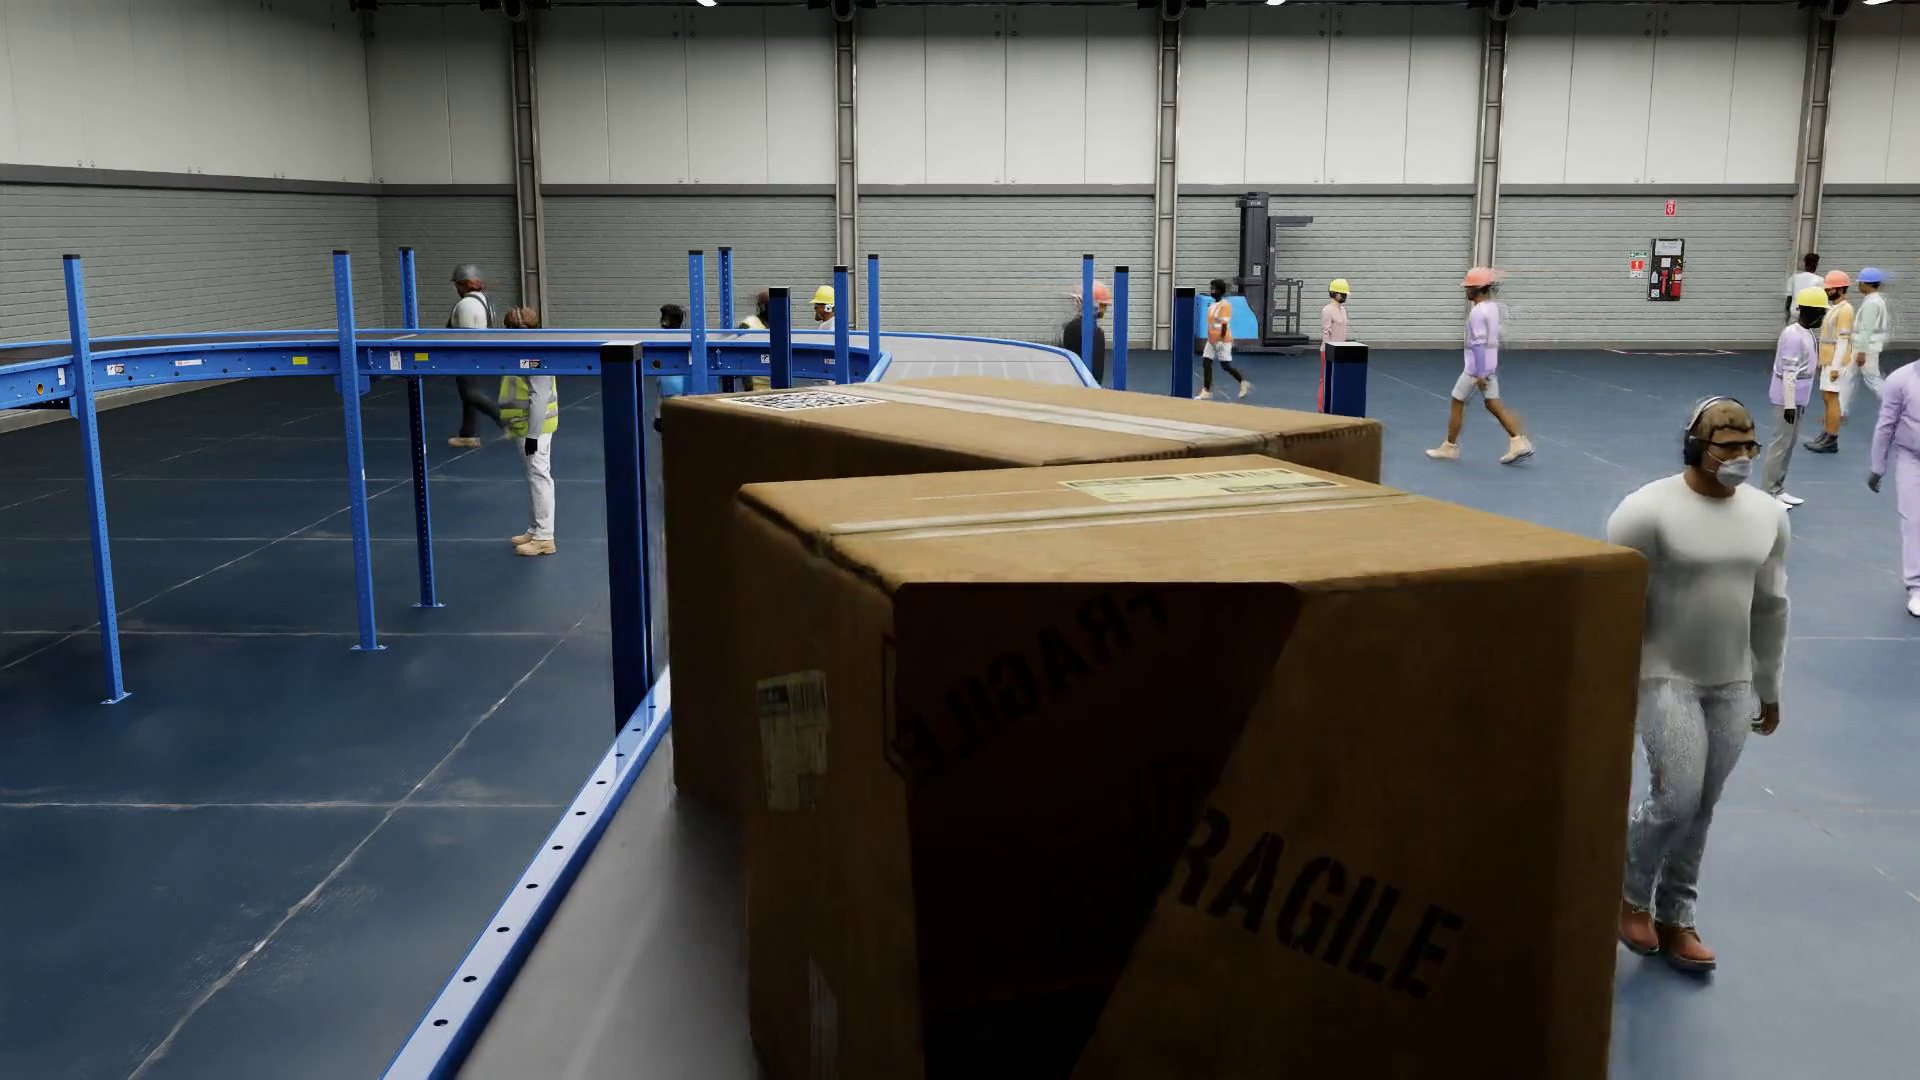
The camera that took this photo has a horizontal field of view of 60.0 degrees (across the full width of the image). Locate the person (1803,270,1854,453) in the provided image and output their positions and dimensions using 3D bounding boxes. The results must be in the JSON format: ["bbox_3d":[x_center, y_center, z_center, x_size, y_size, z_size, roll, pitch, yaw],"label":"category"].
[{"bbox_3d":[9.351,-1.921,17.867,0.378,1.934,0.550,3,11,15],"label":"person"}]

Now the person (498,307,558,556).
[{"bbox_3d":[-3.227,-0.819,12.468,0.429,1.838,0.621,-4,12,-17],"label":"person"}]

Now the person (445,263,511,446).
[{"bbox_3d":[-5.253,-2.010,18.164,0.788,2.000,0.694,0,11,2],"label":"person"}]

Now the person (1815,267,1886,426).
[{"bbox_3d":[10.899,-2.301,19.897,0.956,1.910,0.615,5,12,25],"label":"person"}]

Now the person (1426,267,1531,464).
[{"bbox_3d":[5.361,-1.776,16.982,1.030,2.004,0.607,9,14,38],"label":"person"}]

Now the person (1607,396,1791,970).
[{"bbox_3d":[2.440,0.488,5.503,0.652,1.928,0.434,-3,11,-13],"label":"person"}]

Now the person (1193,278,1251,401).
[{"bbox_3d":[3.595,-2.733,22.711,0.745,1.673,0.528,-4,12,-22],"label":"person"}]

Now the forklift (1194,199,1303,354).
[{"bbox_3d":[5.313,-4.851,30.603,1.873,2.768,1.129,0,11,1],"label":"forklift"}]

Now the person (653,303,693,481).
[{"bbox_3d":[-2.698,-1.412,15.871,0.448,1.686,0.548,-10,15,-41],"label":"person"}]

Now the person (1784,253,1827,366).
[{"bbox_3d":[13.898,-3.743,27.312,1.030,1.914,0.618,-7,13,-31],"label":"person"}]

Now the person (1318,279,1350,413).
[{"bbox_3d":[4.516,-2.259,20.051,0.313,1.767,0.523,8,13,35],"label":"person"}]

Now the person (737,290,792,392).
[{"bbox_3d":[-1.881,-1.501,16.028,0.630,1.823,0.778,-8,14,-36],"label":"person"}]

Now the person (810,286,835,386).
[{"bbox_3d":[-1.295,-1.568,16.320,0.403,1.834,0.587,-3,11,-13],"label":"person"}]

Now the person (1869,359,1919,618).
[{"bbox_3d":[6.256,-0.482,10.689,0.679,1.863,0.995,3,11,14],"label":"person"}]

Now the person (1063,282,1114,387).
[{"bbox_3d":[1.161,-1.292,14.609,1.035,1.930,0.608,-7,13,-31],"label":"person"}]

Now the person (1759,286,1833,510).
[{"bbox_3d":[7.220,-1.222,14.352,0.420,1.914,0.602,9,14,38],"label":"person"}]
